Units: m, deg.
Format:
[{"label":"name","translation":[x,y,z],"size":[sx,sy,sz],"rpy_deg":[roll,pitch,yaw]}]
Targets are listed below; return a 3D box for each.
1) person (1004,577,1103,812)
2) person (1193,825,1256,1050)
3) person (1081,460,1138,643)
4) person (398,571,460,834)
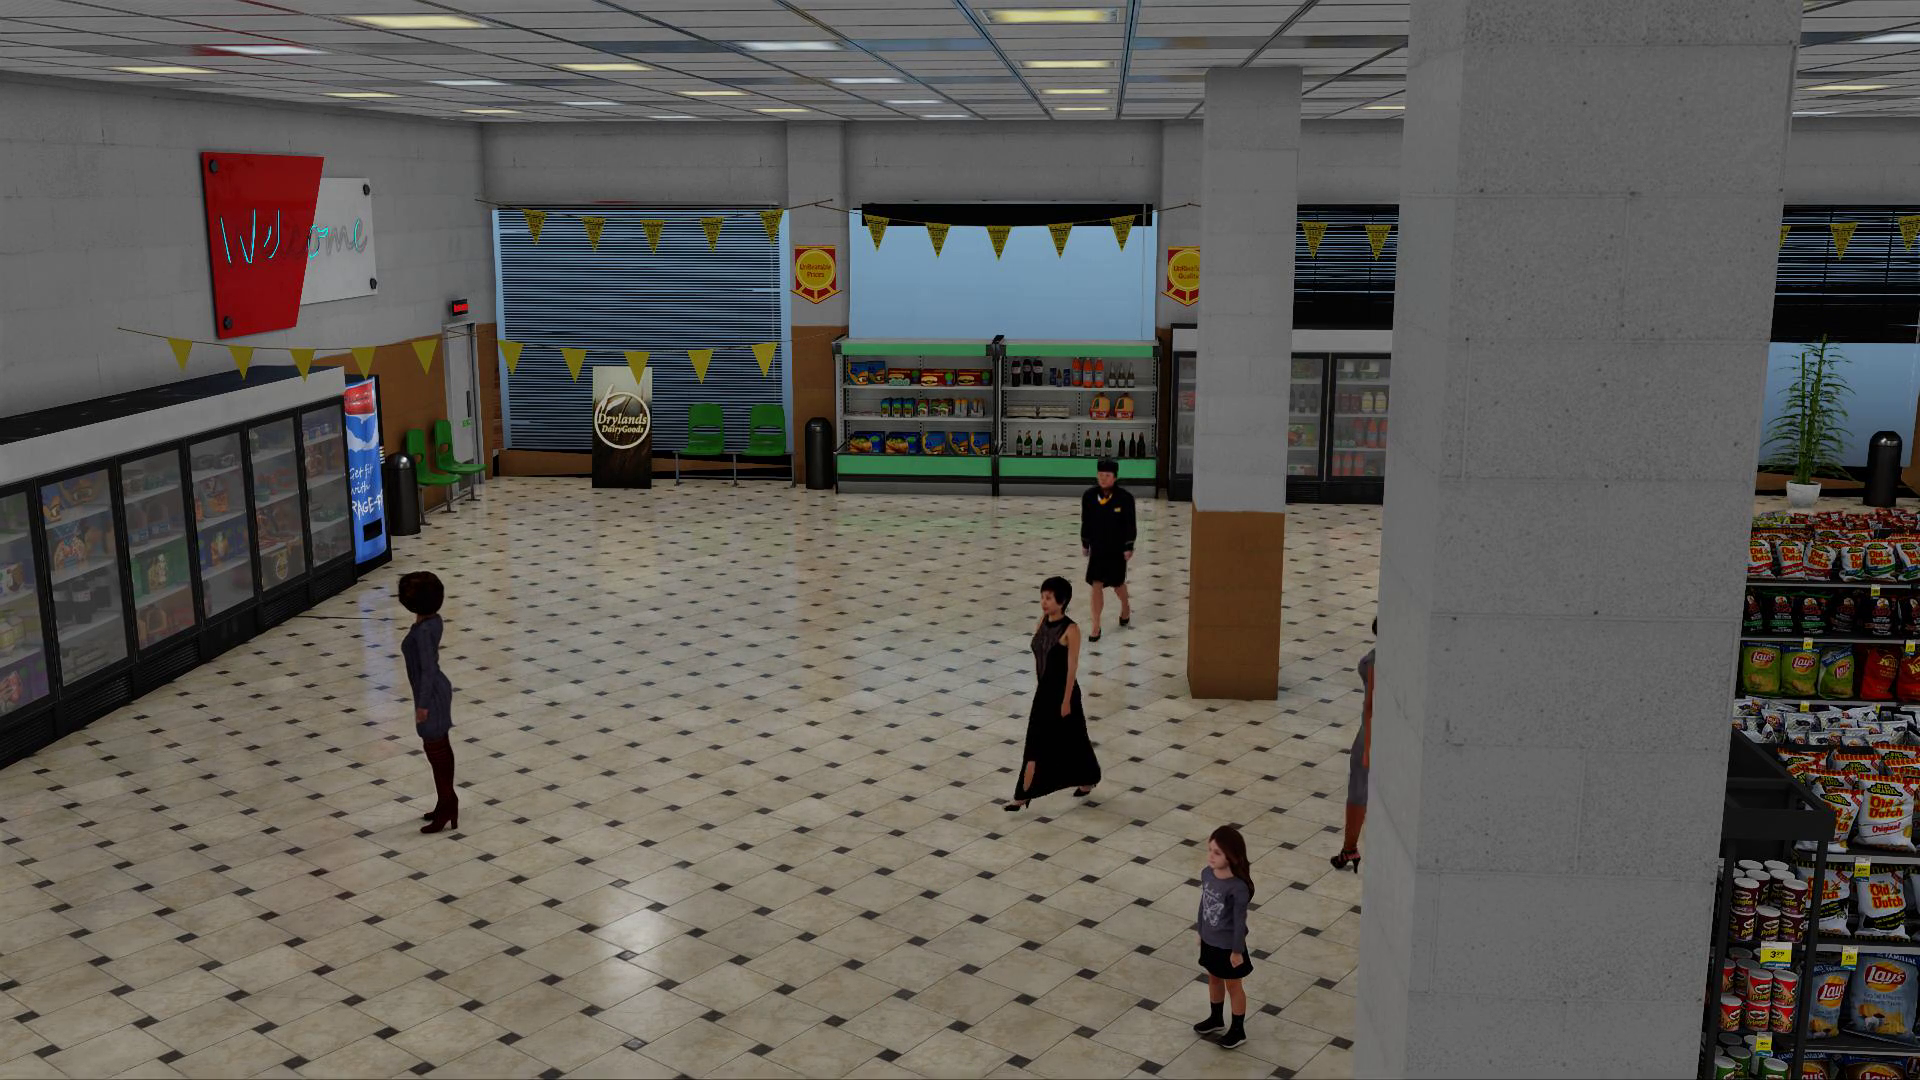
[{"label":"person","translation":[0.718,1.036,11.078],"size":[1.079,1.560,1.012],"rpy_deg":[-9,15,-37]},{"label":"person","translation":[1.287,1.903,8.061],"size":[0.576,1.105,0.534],"rpy_deg":[-7,14,-31]},{"label":"person","translation":[1.408,0.092,15.362],"size":[1.113,1.641,0.984],"rpy_deg":[5,13,22]},{"label":"person","translation":[-3.402,1.033,10.731],"size":[0.577,1.709,0.622],"rpy_deg":[-2,12,-9]}]
